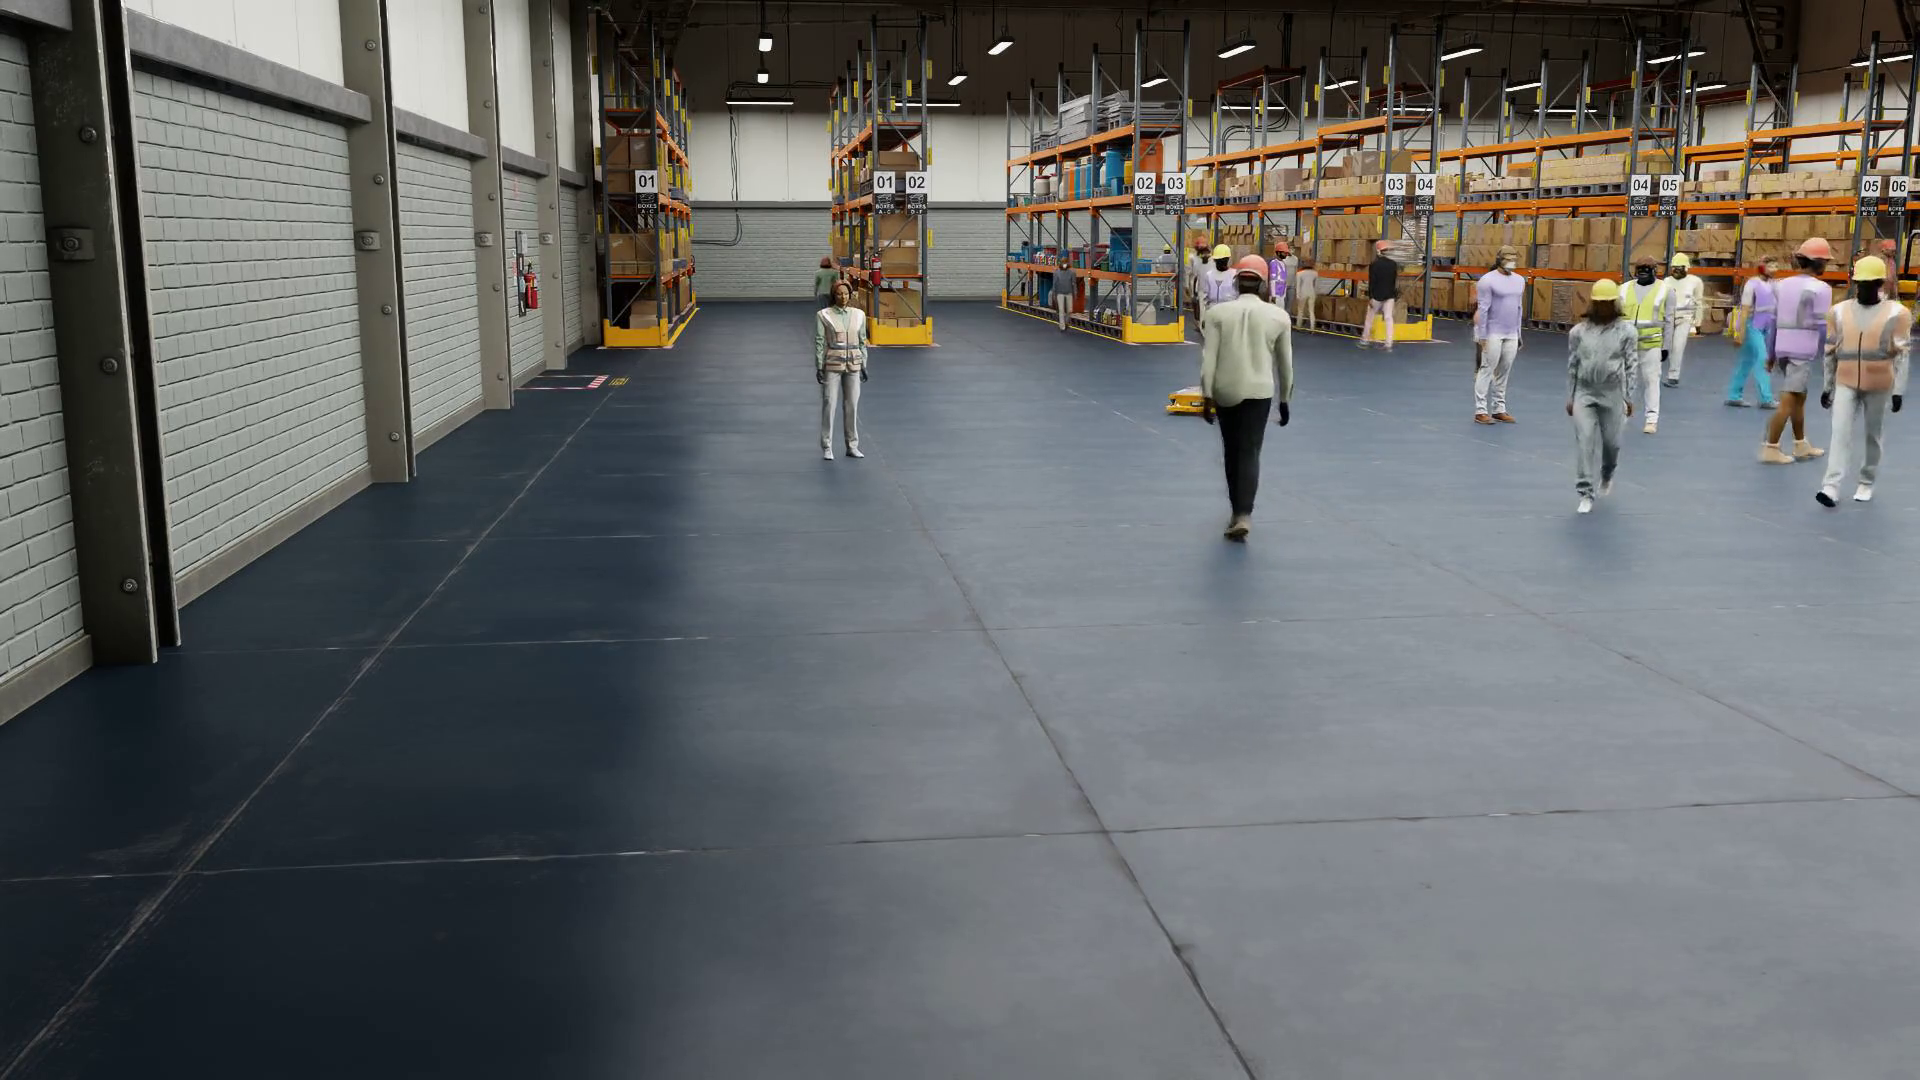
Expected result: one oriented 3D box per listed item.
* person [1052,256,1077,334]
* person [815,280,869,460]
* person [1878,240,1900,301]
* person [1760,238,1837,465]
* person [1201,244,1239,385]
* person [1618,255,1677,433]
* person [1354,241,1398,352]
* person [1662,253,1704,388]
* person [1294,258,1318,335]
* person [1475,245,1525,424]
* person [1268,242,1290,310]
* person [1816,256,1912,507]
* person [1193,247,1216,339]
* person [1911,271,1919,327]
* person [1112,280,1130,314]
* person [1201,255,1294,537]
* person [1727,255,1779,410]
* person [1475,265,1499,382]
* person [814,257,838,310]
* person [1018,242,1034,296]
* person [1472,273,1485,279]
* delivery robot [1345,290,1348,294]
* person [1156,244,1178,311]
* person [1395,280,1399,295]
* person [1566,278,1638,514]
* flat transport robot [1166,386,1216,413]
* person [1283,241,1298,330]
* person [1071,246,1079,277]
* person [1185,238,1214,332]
[{"bbox_3d":[2.192,-5.121,34.803,0.531,1.618,0.365,0,10,-2],"label":"person"},{"bbox_3d":[-1.083,-1.554,15.211,0.524,1.639,0.308,-5,12,-27],"label":"person"},{"bbox_3d":[17.582,-4.717,31.658,0.626,1.969,0.589,-6,12,-32],"label":"person"},{"bbox_3d":[7.559,-1.665,14.809,0.893,2.005,0.636,-2,11,-12],"label":"person"},{"bbox_3d":[3.550,-3.043,22.595,0.594,1.922,0.386,7,13,35],"label":"person"},{"bbox_3d":[7.069,-2.027,17.284,0.627,1.836,0.428,8,13,38],"label":"person"},{"bbox_3d":[7.452,-4.338,29.631,0.618,1.951,0.980,-3,11,-15],"label":"person"},{"bbox_3d":[9.585,-2.939,22.366,0.849,1.796,0.610,-9,13,-40],"label":"person"},{"bbox_3d":[7.237,-5.082,34.706,0.512,1.579,0.884,-1,10,-8],"label":"person"},{"bbox_3d":[5.867,-2.225,18.075,0.633,1.936,0.355,-5,12,-26],"label":"person"},{"bbox_3d":[6.100,-4.716,31.777,0.386,1.930,0.540,8,13,38],"label":"person"},{"bbox_3d":[6.791,-1.185,12.534,0.609,1.870,0.974,9,14,41],"label":"person"},{"bbox_3d":[4.949,-4.987,33.542,0.511,1.832,0.975,1,10,3],"label":"person"},{"bbox_3d":[19.993,-5.062,34.518,0.511,1.603,0.833,-2,10,-9],"label":"person"},{"bbox_3d":[4.084,-6.519,41.802,0.510,1.872,0.328,0,10,-2],"label":"person"},{"bbox_3d":[1.977,-0.996,11.455,0.624,1.912,1.096,2,11,13],"label":"person"},{"bbox_3d":[9.487,-2.433,19.576,0.595,1.809,0.866,-10,14,-42],"label":"person"},{"bbox_3d":[7.354,-2.996,23.081,0.354,1.666,0.612,-6,12,-29],"label":"person"},{"bbox_3d":[-2.828,-5.167,35.126,0.523,1.585,0.825,-1,10,-7],"label":"person"},{"bbox_3d":[2.062,-8.352,51.837,0.606,1.873,1.087,-2,11,-10],"label":"person"},{"bbox_3d":[14.107,-7.112,45.021,0.542,1.896,0.990,-1,10,-4],"label":"person"},{"bbox_3d":[11.912,-7.370,49.814,0.707,0.478,0.477,10,14,43],"label":"delivery robot"},{"bbox_3d":[5.631,-7.136,45.283,0.591,1.833,0.404,1,10,4],"label":"person"},{"bbox_3d":[9.593,-5.658,37.419,0.521,1.746,0.513,-1,10,-7],"label":"person"},{"bbox_3d":[4.753,-1.076,12.351,0.496,1.725,0.572,4,11,23],"label":"person"},{"bbox_3d":[2.907,-1.654,19.514,0.652,0.197,1.431,4,11,21],"label":"flat transport robot"},{"bbox_3d":[7.067,-5.487,35.995,0.633,1.932,0.372,-8,13,-36],"label":"person"},{"bbox_3d":[3.119,-7.446,47.174,0.545,1.752,0.445,-5,11,-23],"label":"person"},{"bbox_3d":[5.140,-5.436,35.520,0.620,1.991,0.996,-1,10,-6],"label":"person"}]
